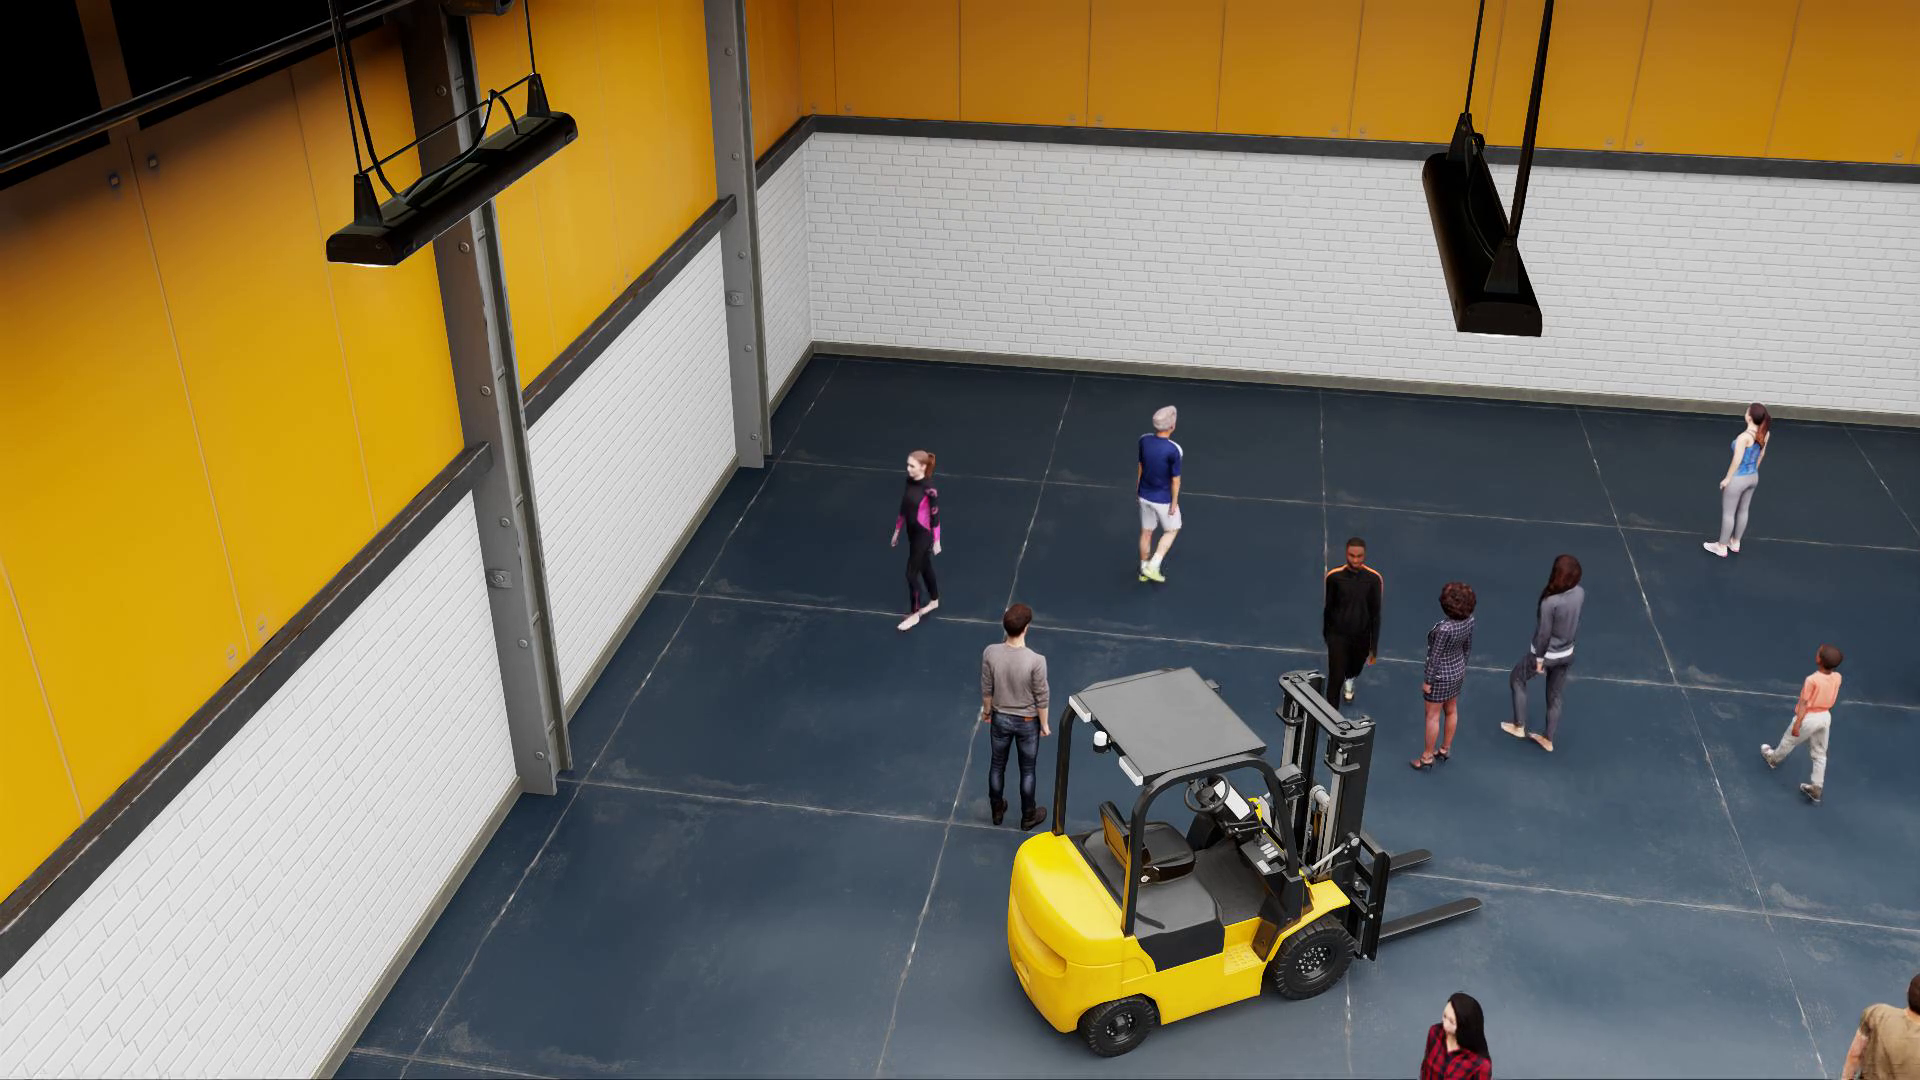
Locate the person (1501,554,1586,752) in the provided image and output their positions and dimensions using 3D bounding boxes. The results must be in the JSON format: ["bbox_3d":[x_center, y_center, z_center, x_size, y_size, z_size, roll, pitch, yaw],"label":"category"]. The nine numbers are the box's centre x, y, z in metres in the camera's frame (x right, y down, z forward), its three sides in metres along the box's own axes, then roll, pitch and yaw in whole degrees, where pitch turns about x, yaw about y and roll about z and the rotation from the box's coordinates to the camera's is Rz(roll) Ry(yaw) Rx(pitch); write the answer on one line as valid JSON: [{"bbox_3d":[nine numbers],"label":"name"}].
[{"bbox_3d":[4.828,0.944,13.395,0.774,1.752,0.833,-10,30,-18],"label":"person"}]

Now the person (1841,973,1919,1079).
[{"bbox_3d":[5.120,3.164,9.236,1.011,1.838,0.930,-23,36,-36],"label":"person"}]

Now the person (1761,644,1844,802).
[{"bbox_3d":[6.699,1.439,12.982,0.700,1.279,0.967,-4,29,-7],"label":"person"}]

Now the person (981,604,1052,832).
[{"bbox_3d":[0.411,1.342,12.507,0.728,1.904,0.641,10,30,18],"label":"person"}]

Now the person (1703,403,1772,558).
[{"bbox_3d":[7.699,-0.603,16.380,0.658,1.610,0.696,-12,31,-21],"label":"person"}]

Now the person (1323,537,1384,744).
[{"bbox_3d":[3.223,0.751,13.724,0.640,1.777,1.150,4,29,7],"label":"person"}]

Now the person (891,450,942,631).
[{"bbox_3d":[-0.294,-0.063,15.272,0.900,1.724,0.840,-18,33,-29],"label":"person"}]

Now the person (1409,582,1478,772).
[{"bbox_3d":[3.855,1.088,13.187,0.692,1.700,0.755,-19,34,-31],"label":"person"}]

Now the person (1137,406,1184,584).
[{"bbox_3d":[1.817,-0.384,15.756,0.792,1.824,0.847,20,34,32],"label":"person"}]

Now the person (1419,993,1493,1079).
[{"bbox_3d":[2.811,3.190,9.396,0.953,1.640,0.892,-18,34,-30],"label":"person"}]
